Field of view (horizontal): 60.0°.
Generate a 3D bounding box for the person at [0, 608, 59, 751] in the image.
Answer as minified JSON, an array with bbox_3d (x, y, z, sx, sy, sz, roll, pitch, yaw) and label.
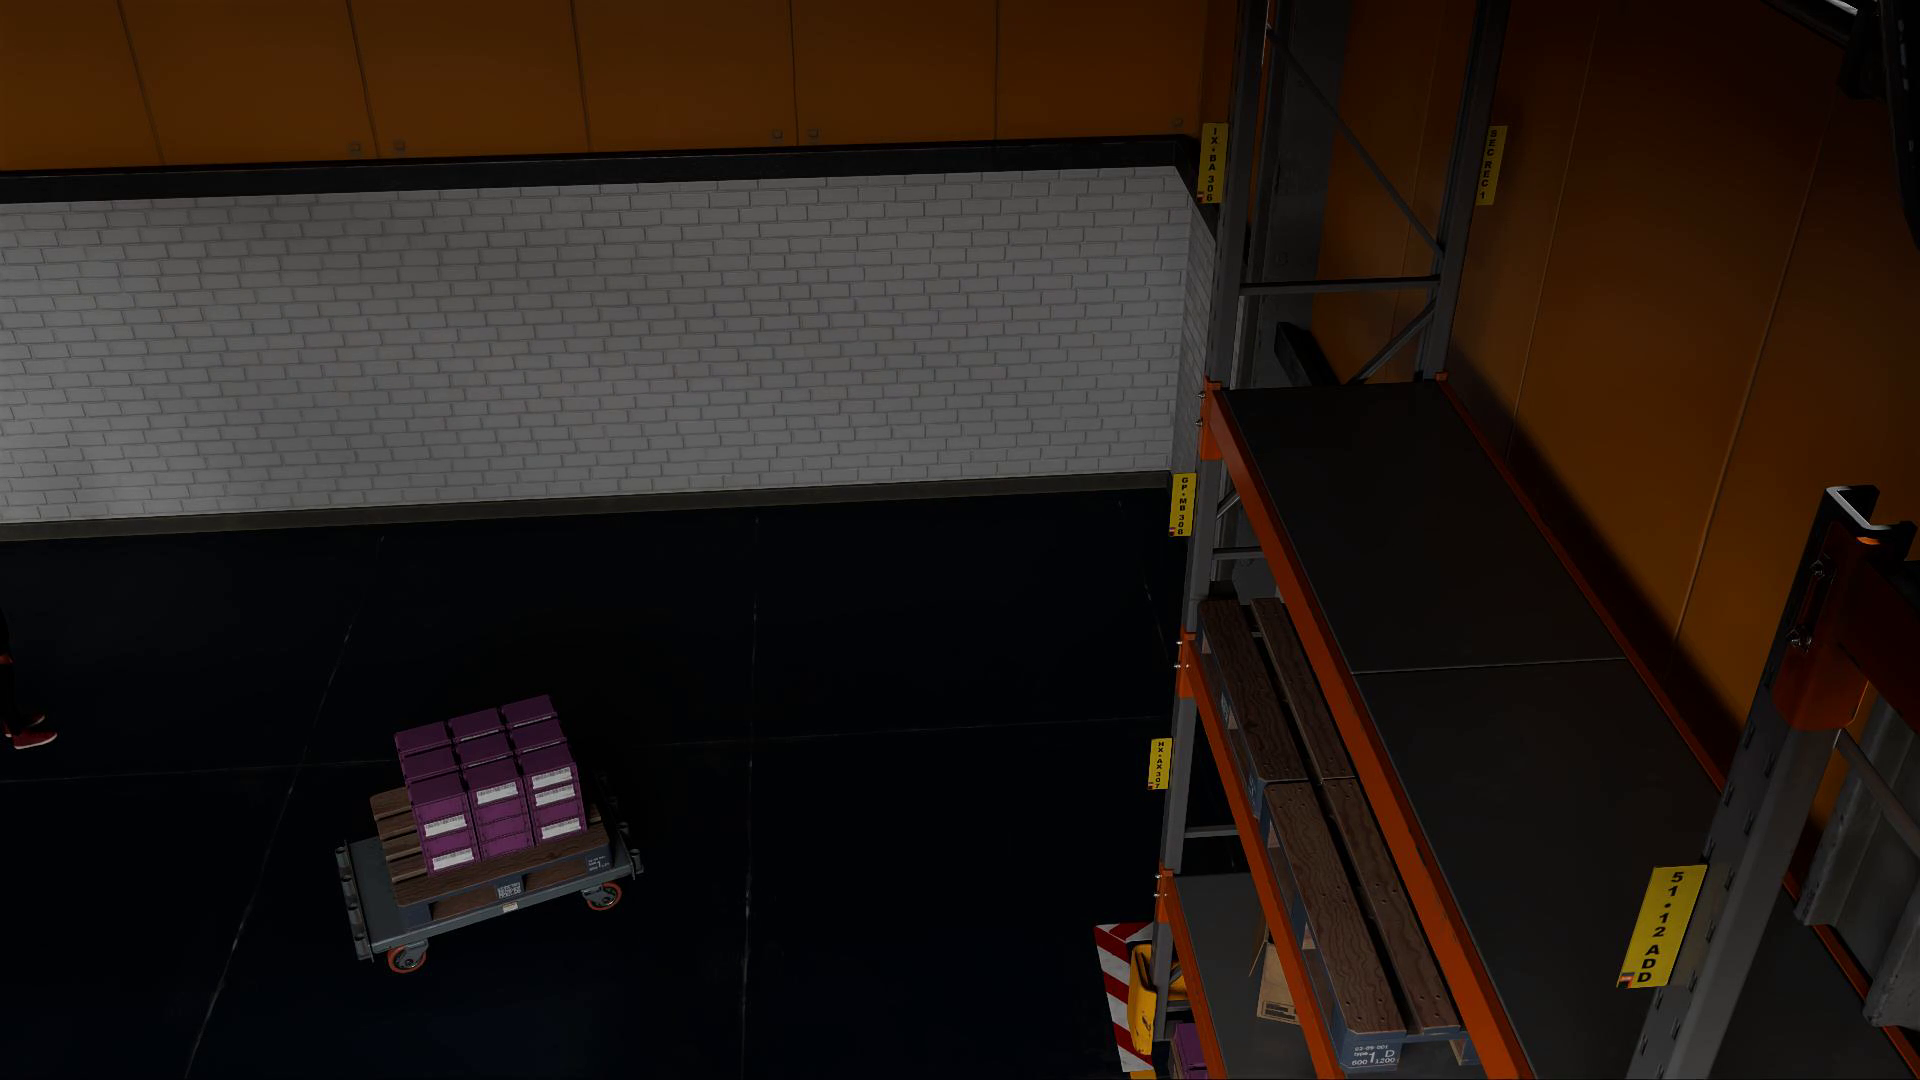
[{"bbox_3d":[-6.368,0.648,10.871,0.750,1.671,0.664,-25,41,-33],"label":"person"}]
